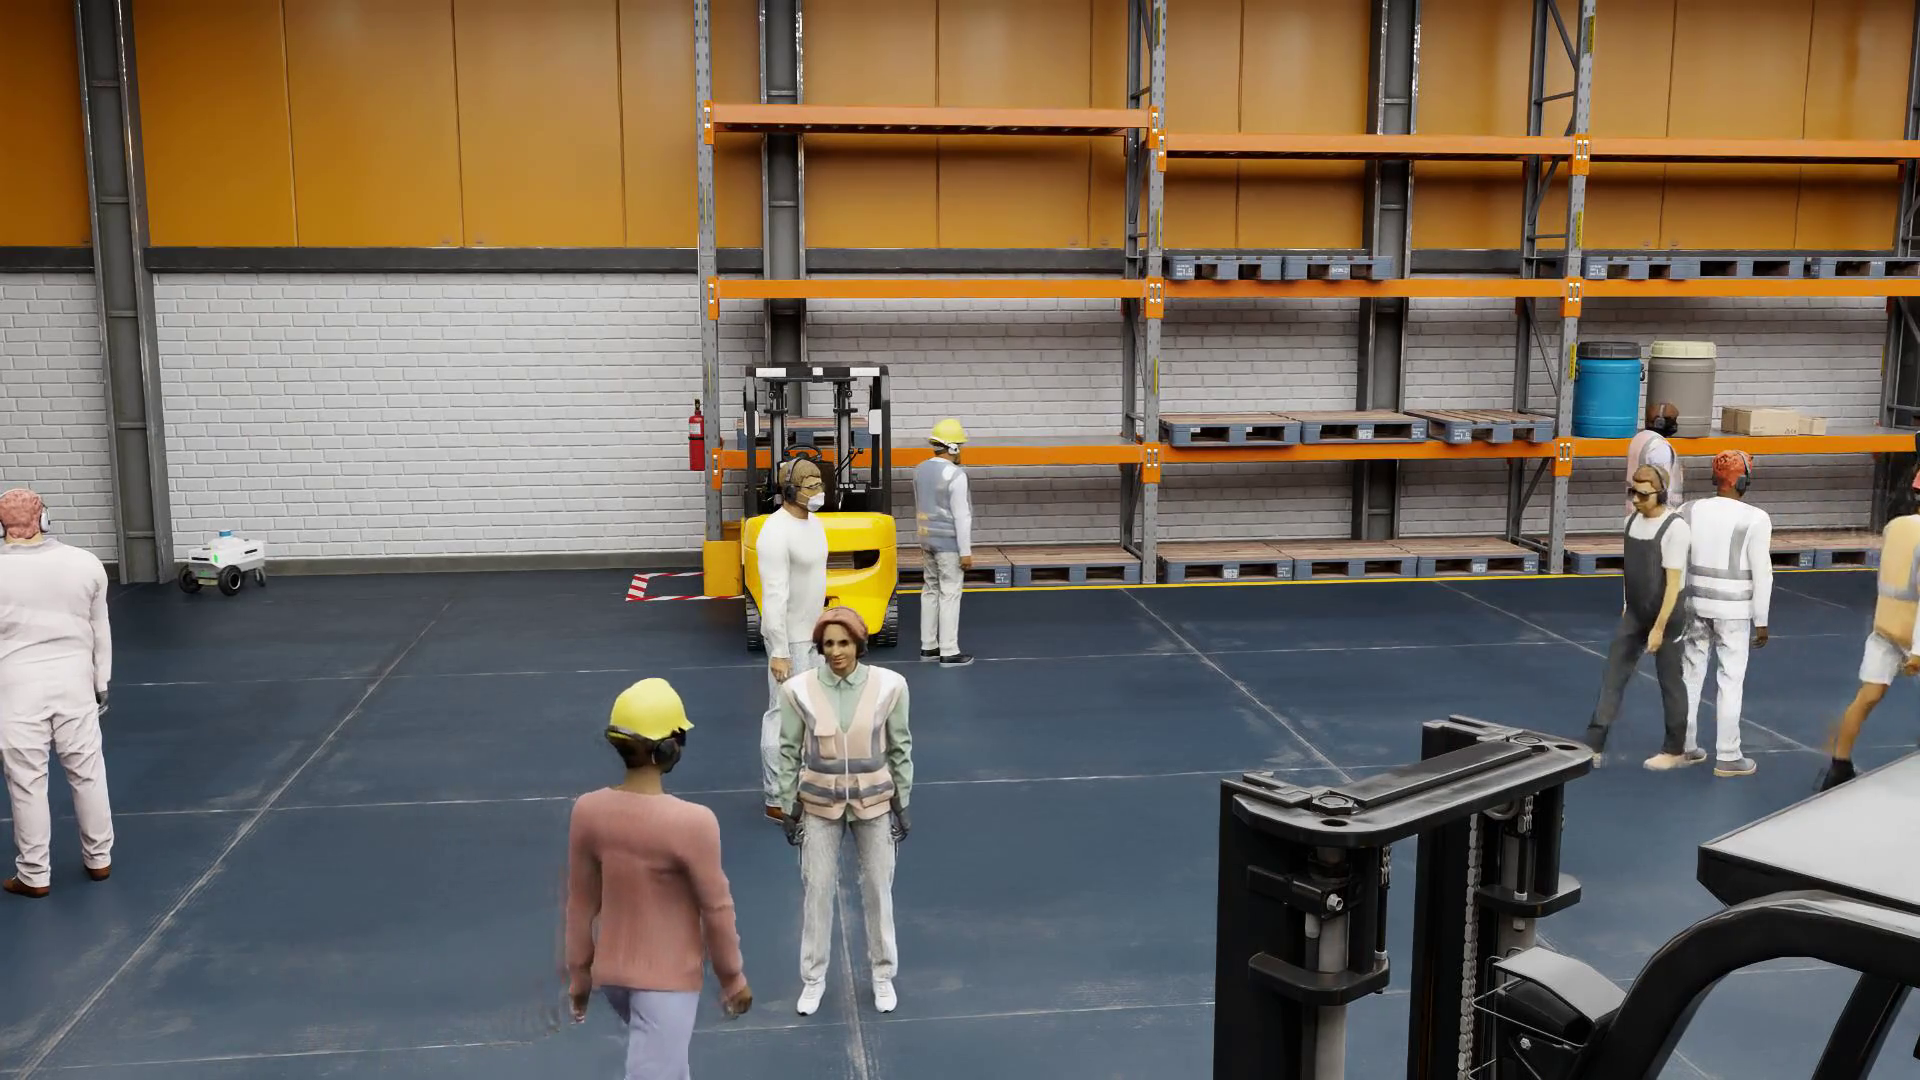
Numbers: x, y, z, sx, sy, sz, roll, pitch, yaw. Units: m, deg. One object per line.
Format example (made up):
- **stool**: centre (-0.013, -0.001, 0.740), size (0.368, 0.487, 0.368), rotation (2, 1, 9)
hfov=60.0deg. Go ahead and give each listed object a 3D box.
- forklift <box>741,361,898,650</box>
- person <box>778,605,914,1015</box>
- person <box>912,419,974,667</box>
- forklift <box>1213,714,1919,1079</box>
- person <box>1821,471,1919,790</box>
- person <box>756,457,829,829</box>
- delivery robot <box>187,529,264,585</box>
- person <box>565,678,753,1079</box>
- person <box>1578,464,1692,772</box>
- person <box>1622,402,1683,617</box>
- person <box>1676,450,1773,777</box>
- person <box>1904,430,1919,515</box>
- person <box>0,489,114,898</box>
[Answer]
- **forklift**: centre (-1.154, -0.340, 13.365), size (1.214, 2.155, 2.313), rotation (-1, 9, -7)
- **person**: centre (-0.441, 1.049, 6.464), size (0.521, 1.631, 0.325), rotation (0, 9, -2)
- **person**: centre (-0.106, 0.021, 12.273), size (0.403, 1.824, 0.594), rotation (-6, 11, -34)
- **forklift**: centre (1.441, 1.425, 2.350), size (1.214, 2.155, 2.313), rotation (-7, 12, -39)
- **person**: centre (5.286, 0.491, 9.149), size (1.014, 1.877, 0.555), rotation (-1, 9, -8)
- **person**: centre (-0.863, 0.525, 8.760), size (0.354, 1.937, 0.635), rotation (2, 9, 15)
- **delivery robot**: centre (-6.679, 0.146, 15.144), size (0.477, 0.478, 0.707), rotation (2, 9, 14)
- **person**: centre (-0.926, 1.265, 4.820), size (0.521, 1.726, 0.901), rotation (6, 11, 34)
- **person**: centre (3.870, 0.467, 9.520), size (0.890, 1.802, 0.530), rotation (-4, 10, -22)
- **person**: centre (5.711, -0.217, 13.701), size (0.429, 1.840, 0.630), rotation (1, 9, 3)
- **person**: centre (4.388, 0.416, 9.611), size (0.337, 1.882, 0.584), rotation (-7, 11, -35)
- **person**: centre (8.367, -0.344, 14.246), size (0.597, 1.918, 0.379), rotation (-4, 10, -23)
- **person**: centre (-4.291, 0.707, 7.751), size (0.402, 1.901, 0.638), rotation (8, 12, 41)
